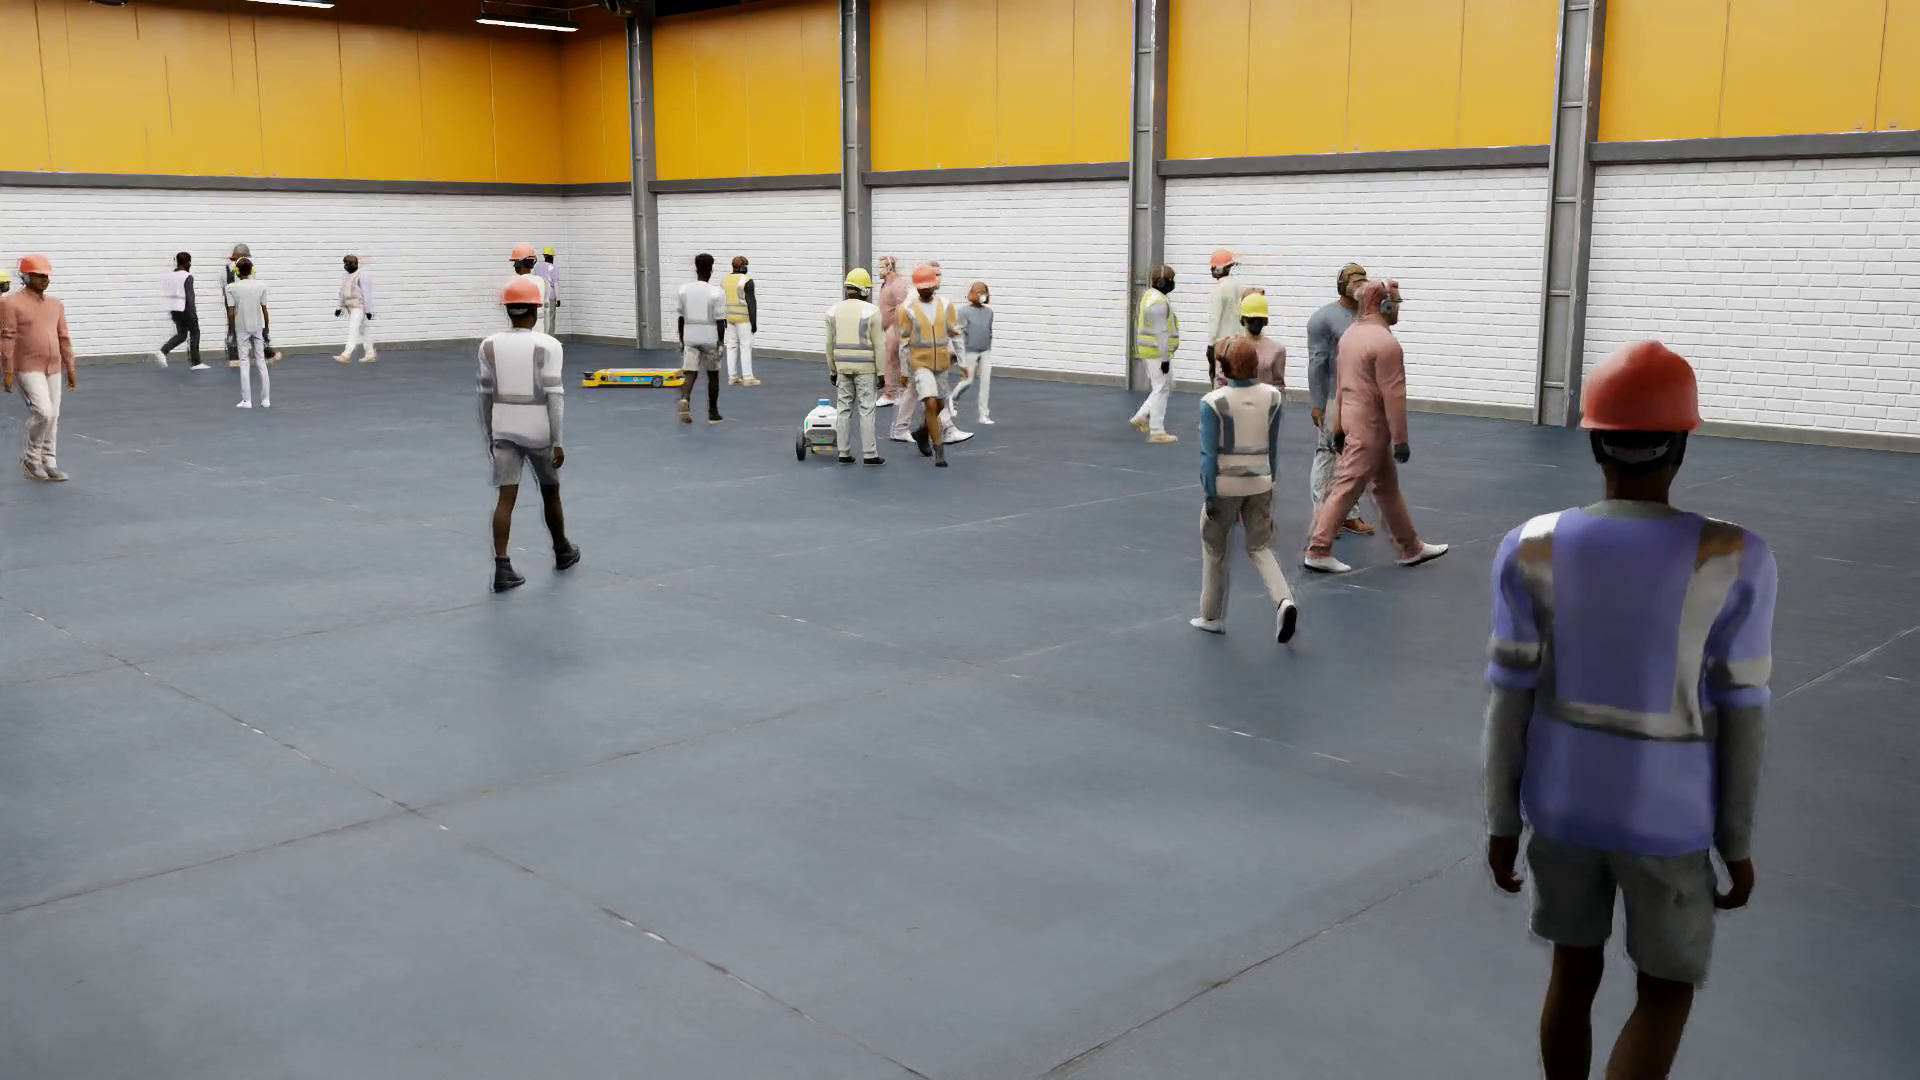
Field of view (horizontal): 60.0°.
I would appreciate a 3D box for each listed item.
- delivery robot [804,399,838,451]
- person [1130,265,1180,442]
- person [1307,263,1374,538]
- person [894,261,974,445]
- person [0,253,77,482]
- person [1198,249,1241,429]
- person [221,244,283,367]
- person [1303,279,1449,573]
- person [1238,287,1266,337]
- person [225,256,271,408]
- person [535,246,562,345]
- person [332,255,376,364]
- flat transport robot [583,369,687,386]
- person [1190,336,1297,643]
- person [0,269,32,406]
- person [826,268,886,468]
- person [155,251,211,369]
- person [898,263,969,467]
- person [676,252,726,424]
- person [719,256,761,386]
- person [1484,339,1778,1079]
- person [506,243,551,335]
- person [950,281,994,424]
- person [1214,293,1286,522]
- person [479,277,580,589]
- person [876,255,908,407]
[{"bbox_3d":[-1.306,-1.112,15.991,0.477,0.478,0.707,0,11,-1],"label":"delivery robot"},{"bbox_3d":[2.055,-1.908,17.137,0.443,1.825,0.647,0,10,-1],"label":"person"},{"bbox_3d":[2.736,-0.983,11.784,0.630,1.940,0.372,-5,12,-26],"label":"person"},{"bbox_3d":[-0.275,-1.902,17.001,0.954,1.864,0.656,2,11,13],"label":"person"},{"bbox_3d":[-7.912,-1.474,14.342,0.439,1.978,0.654,3,11,18],"label":"person"},{"bbox_3d":[2.842,-2.165,18.098,0.441,1.984,0.638,6,12,31],"label":"person"},{"bbox_3d":[-11.650,-3.862,27.204,0.696,2.000,1.007,4,11,23],"label":"person"},{"bbox_3d":[2.648,-0.708,10.508,1.018,1.855,0.667,-1,10,-7],"label":"person"},{"bbox_3d":[2.872,-1.741,16.769,0.588,1.619,0.524,4,11,19],"label":"person"},{"bbox_3d":[-8.816,-2.568,20.602,0.514,1.876,0.328,-9,14,-40],"label":"person"},{"bbox_3d":[-7.999,-4.747,32.375,0.580,1.918,0.399,6,12,29],"label":"person"},{"bbox_3d":[-10.154,-3.827,27.683,0.648,1.801,0.925,10,14,43],"label":"person"},{"bbox_3d":[-4.570,-2.309,23.566,1.431,0.197,0.652,0,10,-2],"label":"flat transport robot"},{"bbox_3d":[1.494,-0.260,8.719,0.515,1.612,0.684,-4,11,-21],"label":"person"},{"bbox_3d":[-11.852,-2.484,20.573,0.534,1.710,0.930,7,13,35],"label":"person"},{"bbox_3d":[-0.942,-1.583,15.341,0.596,1.831,0.403,5,12,26],"label":"person"},{"bbox_3d":[-12.363,-3.621,26.344,0.598,1.886,0.753,7,12,32],"label":"person"},{"bbox_3d":[-0.299,-1.656,15.600,0.646,1.883,0.898,-4,11,-21],"label":"person"},{"bbox_3d":[-2.919,-2.243,18.637,0.611,1.944,0.794,2,11,11],"label":"person"},{"bbox_3d":[-3.118,-3.117,23.688,0.633,1.841,0.429,7,13,35],"label":"person"},{"bbox_3d":[1.315,0.562,3.390,0.543,1.925,0.659,7,13,35],"label":"person"},{"bbox_3d":[-4.759,-2.224,18.262,0.374,2.042,0.615,5,12,27],"label":"person"},{"bbox_3d":[0.149,-2.137,18.940,0.499,1.615,0.629,-7,12,-32],"label":"person"},{"bbox_3d":[2.083,-0.925,12.026,0.515,1.730,0.838,1,10,5],"label":"person"},{"bbox_3d":[-2.684,-0.672,10.272,0.556,1.876,1.007,1,10,7],"label":"person"},{"bbox_3d":[-0.909,-2.587,20.701,0.708,1.881,0.680,-2,11,-13],"label":"person"}]
